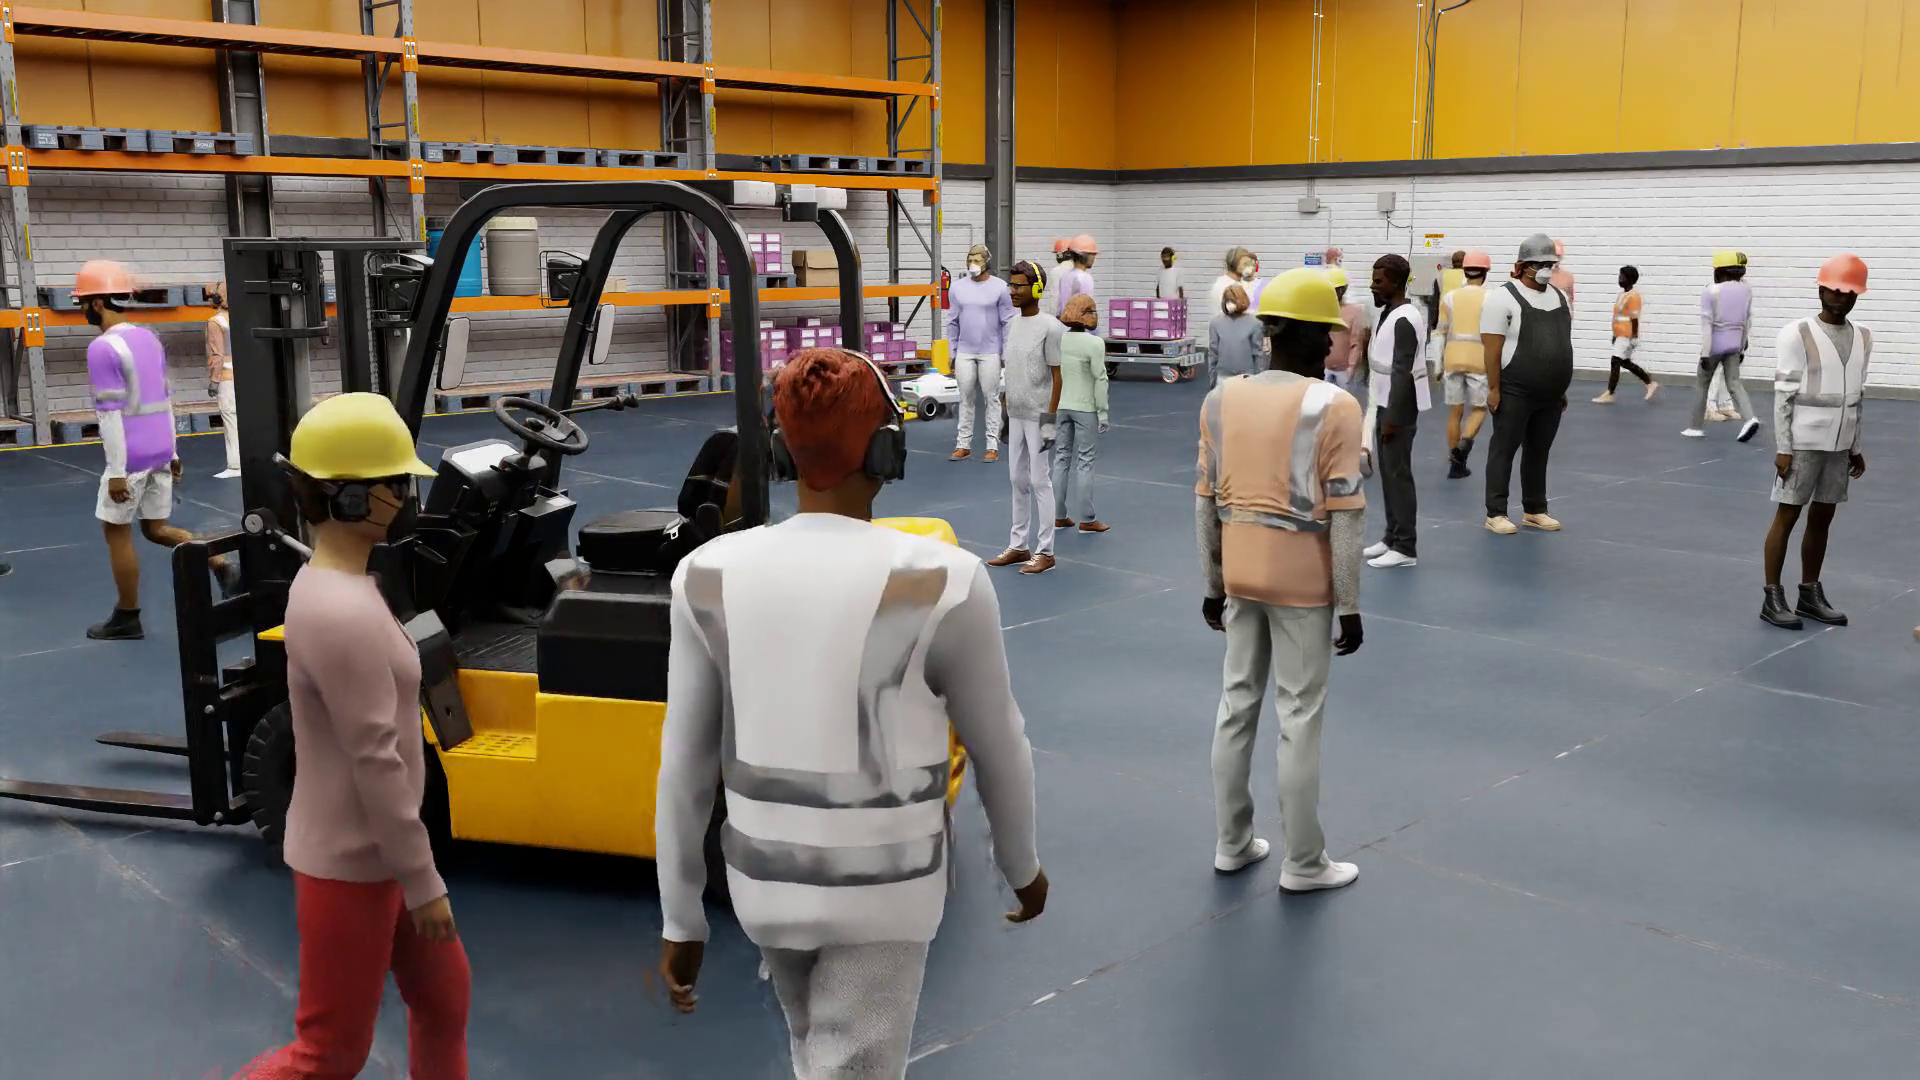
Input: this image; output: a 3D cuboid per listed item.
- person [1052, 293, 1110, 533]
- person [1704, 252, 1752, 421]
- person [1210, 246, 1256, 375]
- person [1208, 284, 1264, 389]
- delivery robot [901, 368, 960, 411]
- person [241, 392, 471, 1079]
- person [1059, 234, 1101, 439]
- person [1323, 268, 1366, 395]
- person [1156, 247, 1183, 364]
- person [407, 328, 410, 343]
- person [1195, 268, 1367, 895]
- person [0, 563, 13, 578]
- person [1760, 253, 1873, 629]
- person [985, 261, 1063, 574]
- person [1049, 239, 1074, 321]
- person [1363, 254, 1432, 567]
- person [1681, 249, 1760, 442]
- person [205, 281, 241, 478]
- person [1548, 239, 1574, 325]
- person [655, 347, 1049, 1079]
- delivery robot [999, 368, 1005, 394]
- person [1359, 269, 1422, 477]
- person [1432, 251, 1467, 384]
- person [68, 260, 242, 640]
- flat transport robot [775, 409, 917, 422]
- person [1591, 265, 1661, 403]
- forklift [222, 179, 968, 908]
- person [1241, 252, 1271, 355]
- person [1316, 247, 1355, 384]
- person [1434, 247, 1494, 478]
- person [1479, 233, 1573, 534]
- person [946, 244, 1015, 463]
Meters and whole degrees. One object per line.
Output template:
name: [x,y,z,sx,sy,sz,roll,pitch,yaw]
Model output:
person: [0.811,-0.863,11.365,0.501,1.633,0.279,10,14,42]
person: [8.435,-2.228,18.245,0.625,1.842,0.429,-6,12,-30]
person: [2.520,-1.730,15.280,0.606,1.927,0.650,8,13,37]
person: [2.428,-1.440,14.576,0.502,1.611,0.631,5,11,24]
delivery robot: [-0.295,-1.666,18.426,0.707,0.478,0.477,-8,13,-38]
person: [-1.220,0.589,3.167,0.809,1.741,0.515,-4,11,-19]
person: [1.198,-2.028,16.632,0.429,2.045,0.617,-4,11,-19]
person: [3.200,-1.451,14.283,0.517,1.734,0.671,5,12,26]
person: [3.268,-3.658,26.021,0.567,1.844,0.474,9,14,41]
person: [-4.525,-1.163,12.999,0.545,1.642,0.331,0,10,0]
person: [0.997,0.131,5.156,0.383,1.922,0.587,-9,14,-42]
person: [-5.877,-0.645,9.641,0.601,1.828,0.403,-1,10,-5]
person: [4.452,-0.504,8.589,0.543,1.932,0.376,-3,11,-14]
person: [0.400,-0.732,10.004,0.329,1.872,0.509,-8,13,-36]
person: [1.384,-2.949,21.813,0.436,1.980,0.633,9,14,40]
person: [2.687,-0.794,10.240,0.389,1.910,0.591,1,10,4]
person: [7.563,-1.917,16.417,0.593,1.901,0.921,-2,11,-12]
person: [-6.111,-1.335,13.913,0.311,1.642,0.513,1,10,4]
person: [6.938,-2.540,19.562,0.631,1.973,0.422,-1,10,-5]
person: [-0.166,0.589,2.883,0.573,1.828,1.011,5,11,24]
delivery robot: [0.661,-1.886,19.628,0.477,0.478,0.707,-6,12,-29]
person: [3.592,-1.450,14.048,0.517,1.834,0.864,5,12,26]
person: [6.842,-3.042,22.794,0.636,1.798,0.932,10,14,43]
person: [-4.007,-0.435,8.282,0.753,1.913,0.556,0,10,2]
flat transport robot: [-1.215,-1.379,17.892,1.431,0.197,0.652,-9,14,-40]
person: [8.065,-2.466,19.994,0.769,1.674,0.534,2,11,8]
forklift: [-1.114,-0.058,5.440,2.313,2.155,1.214,2,11,13]
person: [3.066,-2.161,17.864,0.575,1.841,0.375,1,10,6]
person: [4.681,-2.711,20.786,0.852,1.871,0.671,-8,13,-37]
person: [4.184,-1.447,13.755,0.563,1.920,0.601,7,13,34]
person: [3.901,-1.060,11.323,0.689,2.000,0.539,-4,11,-22]
person: [0.176,-1.657,14.859,0.628,1.940,0.377,4,11,21]
